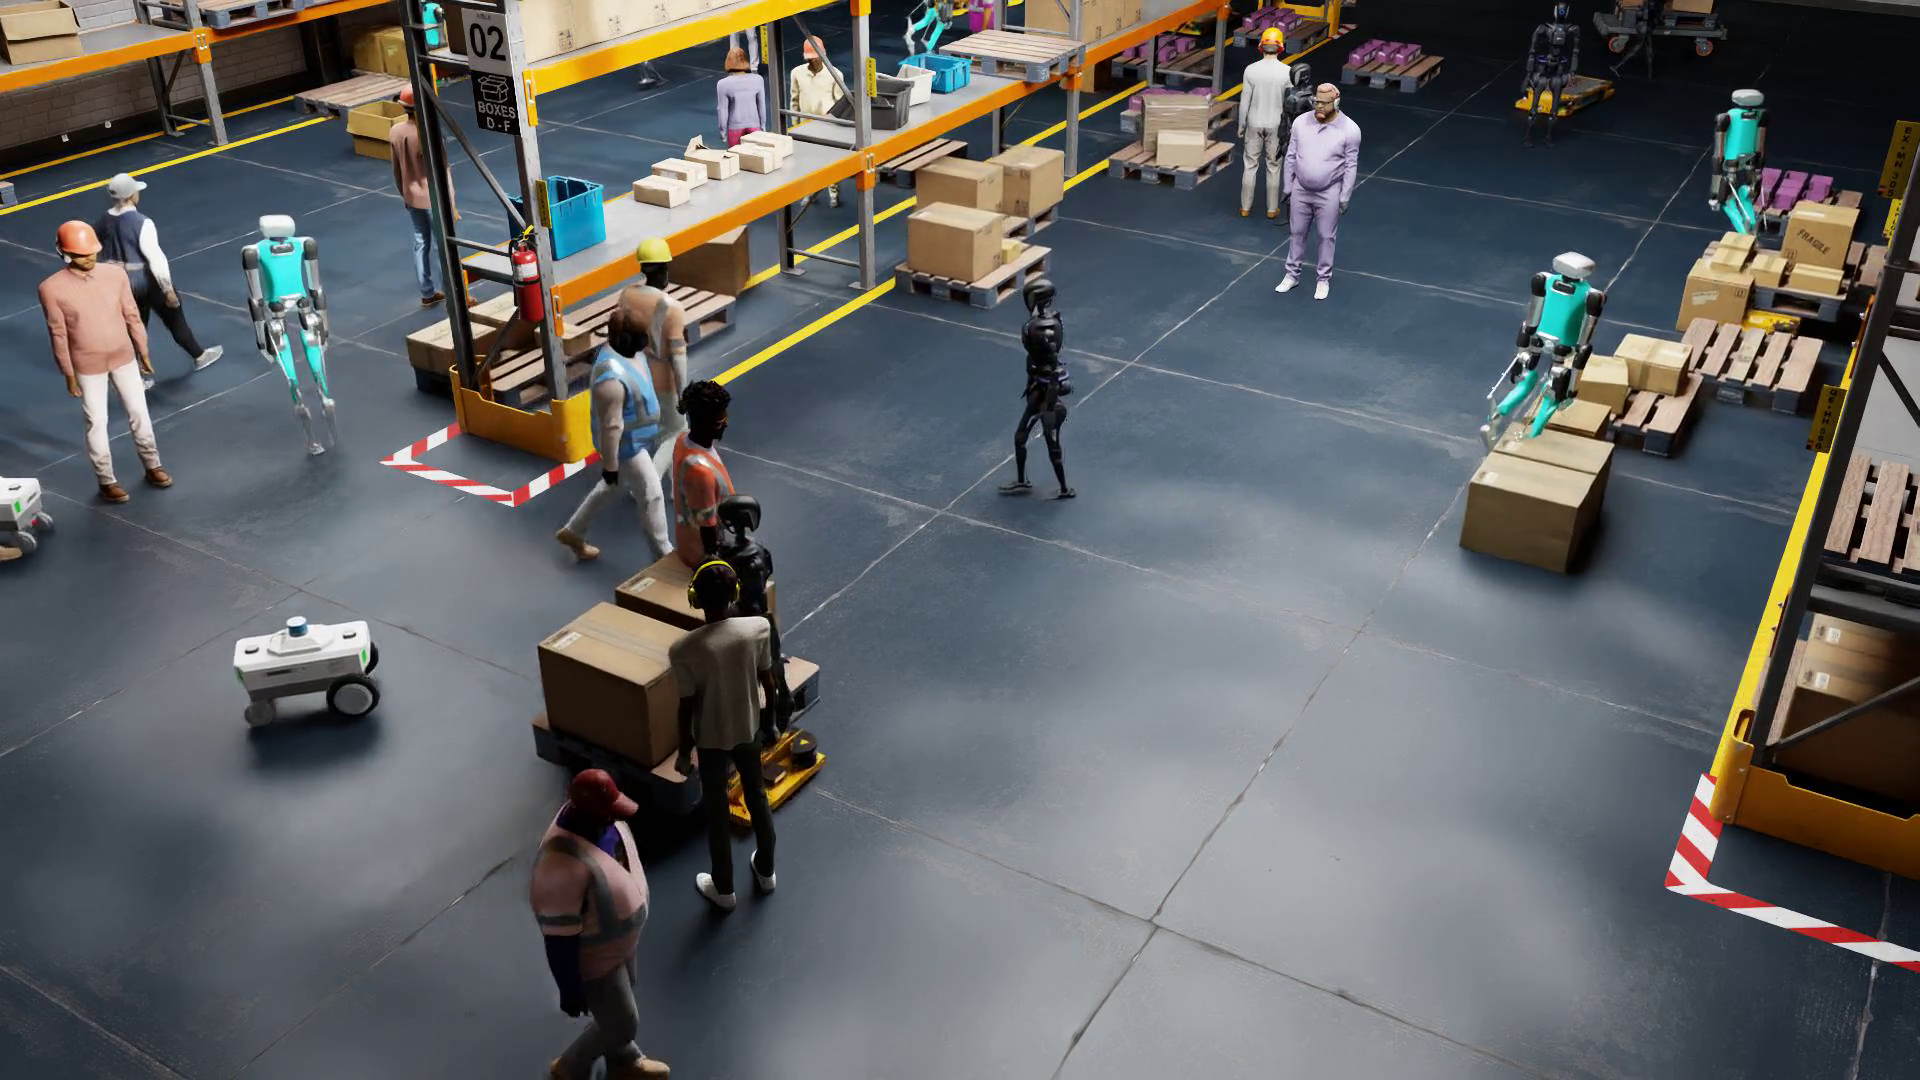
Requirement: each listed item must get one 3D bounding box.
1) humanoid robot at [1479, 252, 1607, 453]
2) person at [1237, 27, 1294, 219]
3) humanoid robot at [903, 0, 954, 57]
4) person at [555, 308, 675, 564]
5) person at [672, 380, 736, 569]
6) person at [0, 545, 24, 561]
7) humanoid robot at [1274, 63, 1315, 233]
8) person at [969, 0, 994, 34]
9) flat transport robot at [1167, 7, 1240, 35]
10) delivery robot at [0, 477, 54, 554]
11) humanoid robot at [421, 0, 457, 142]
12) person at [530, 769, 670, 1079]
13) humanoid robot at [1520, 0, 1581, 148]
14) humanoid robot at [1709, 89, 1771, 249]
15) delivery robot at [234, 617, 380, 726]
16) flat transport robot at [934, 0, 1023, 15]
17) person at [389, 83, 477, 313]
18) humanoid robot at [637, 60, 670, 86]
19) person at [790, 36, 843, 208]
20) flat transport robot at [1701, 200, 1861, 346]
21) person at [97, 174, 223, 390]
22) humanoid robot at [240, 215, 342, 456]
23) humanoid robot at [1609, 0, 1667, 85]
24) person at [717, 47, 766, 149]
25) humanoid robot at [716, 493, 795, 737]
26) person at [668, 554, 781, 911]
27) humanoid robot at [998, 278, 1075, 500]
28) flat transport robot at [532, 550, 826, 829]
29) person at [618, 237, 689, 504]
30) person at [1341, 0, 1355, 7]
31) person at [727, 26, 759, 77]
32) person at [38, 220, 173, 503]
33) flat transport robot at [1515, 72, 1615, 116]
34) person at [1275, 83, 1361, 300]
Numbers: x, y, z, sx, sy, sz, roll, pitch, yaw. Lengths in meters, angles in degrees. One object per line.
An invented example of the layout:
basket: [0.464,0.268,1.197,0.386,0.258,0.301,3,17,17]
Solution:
humanoid robot: [3.911,-1.064,11.328,0.997,1.731,0.549,-22,36,-34]
person: [3.062,-4.155,16.646,0.558,1.893,0.365,7,30,12]
humanoid robot: [-0.411,-6.790,21.501,1.037,1.751,0.560,-24,38,-36]
person: [-2.192,-0.621,10.485,0.875,1.807,0.624,-2,30,-4]
person: [-1.380,0.031,9.169,0.370,1.960,0.601,-7,30,-13]
person: [-6.368,-0.630,10.438,0.515,1.873,0.498,-11,31,-18]
humanoid robot: [3.315,-3.853,16.324,0.319,1.650,0.616,-13,32,-21]
person: [0.255,-6.368,20.601,0.320,1.846,0.522,-4,30,-8]
flat transport robot: [3.551,-7.695,24.554,0.659,0.231,1.431,17,34,27]
delivery robot: [-6.493,-0.209,11.007,0.754,0.581,0.499,-1,29,-1]
humanoid robot: [-6.077,-5.287,18.816,0.544,1.788,0.873,23,37,35]
person: [-1.416,1.599,6.623,0.444,1.732,0.656,4,30,8]
humanoid robot: [6.695,-5.280,18.849,0.612,1.654,0.309,1,30,2]
humanoid robot: [7.040,-3.048,14.899,0.545,1.822,0.764,-8,31,-14]
delivery robot: [-3.672,0.715,9.404,0.812,0.611,0.499,-9,31,-15]
flat transport robot: [0.232,-8.333,25.682,1.431,0.231,0.659,-22,36,-34]
person: [-4.604,-2.966,14.437,0.613,1.993,0.393,16,33,27]
humanoid robot: [-4.052,-6.578,21.106,0.562,1.790,0.837,19,35,30]
person: [-1.462,-4.259,16.975,0.565,1.743,0.346,4,30,8]
flat transport robot: [7.035,-2.033,14.539,0.659,0.231,1.431,16,33,27]
person: [-6.395,-2.045,13.095,0.761,1.708,0.924,10,31,17]
humanoid robot: [-4.721,-1.367,11.974,0.561,1.897,0.669,-21,36,-33]
humanoid robot: [8.890,-6.754,21.524,0.771,1.653,0.589,22,36,34]
person: [-2.220,-4.203,16.998,0.499,1.628,0.284,-11,31,-18]
humanoid robot: [-1.079,0.480,8.661,0.358,1.657,0.591,-15,33,-25]
person: [-1.087,0.899,7.726,0.526,1.871,0.323,-17,34,-27]
humanoid robot: [0.541,-0.996,11.289,0.591,1.643,0.612,-6,30,-11]
flat transport robot: [-1.500,1.096,9.002,1.431,0.231,0.659,16,33,27]
person: [-2.083,-1.066,11.183,0.610,1.892,0.690,20,35,31]
person: [6.009,-9.118,25.575,0.354,1.742,0.569,1,29,2]
person: [-2.834,-6.955,21.537,0.501,1.949,0.422,2,30,4]
person: [-5.841,-1.228,11.377,0.402,1.986,0.620,24,37,36]
flat transport robot: [7.586,-5.576,20.806,0.659,0.231,1.431,24,37,36]
person: [3.155,-3.085,14.737,0.650,1.907,0.413,15,33,25]
